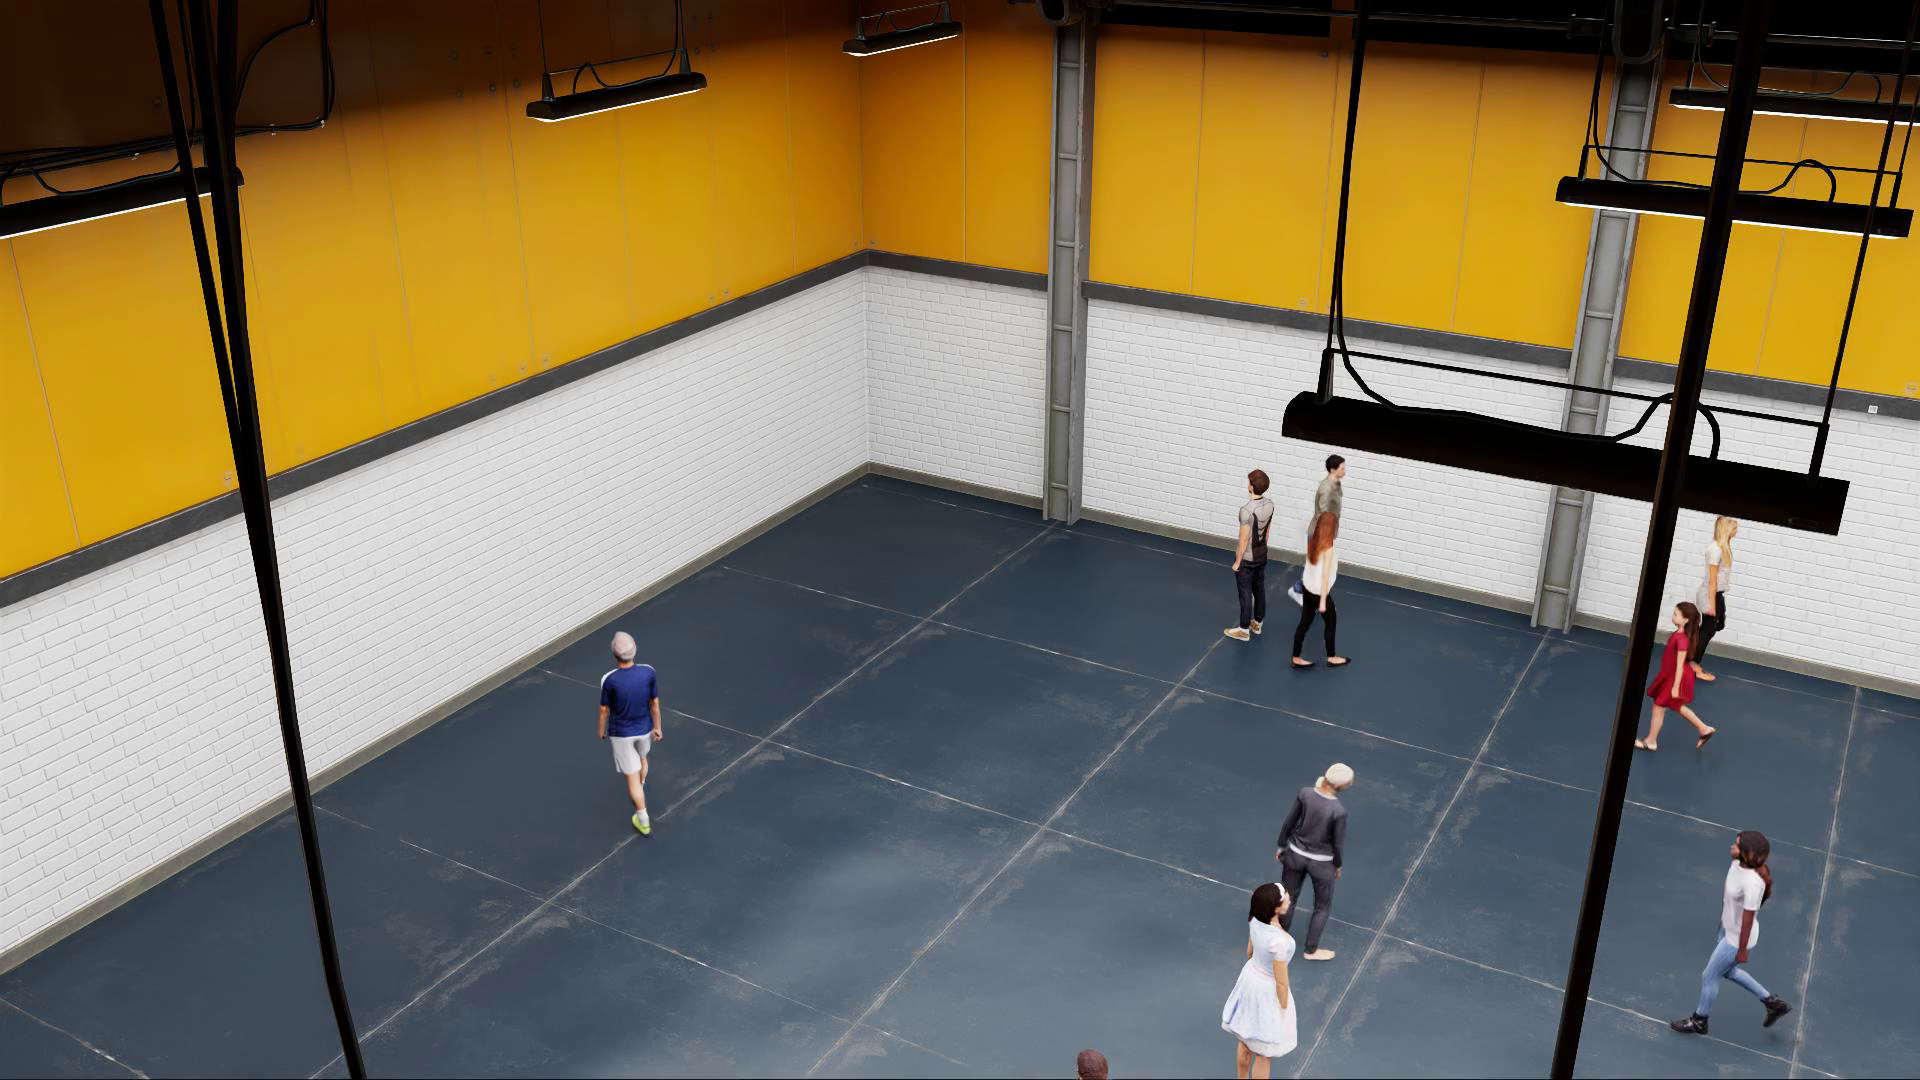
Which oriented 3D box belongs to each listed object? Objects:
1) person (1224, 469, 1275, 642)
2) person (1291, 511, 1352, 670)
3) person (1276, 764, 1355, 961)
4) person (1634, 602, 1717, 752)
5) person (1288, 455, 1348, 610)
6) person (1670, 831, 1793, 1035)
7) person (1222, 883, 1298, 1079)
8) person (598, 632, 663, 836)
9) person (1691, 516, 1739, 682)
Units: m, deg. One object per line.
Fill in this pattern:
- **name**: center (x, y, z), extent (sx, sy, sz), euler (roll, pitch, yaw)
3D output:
- **person**: center (3.094, 0.151, 17.609), extent (0.723, 1.895, 0.677), euler (-19, 30, -37)
- **person**: center (3.558, 0.551, 16.946), extent (0.965, 1.693, 0.911), euler (-5, 24, -11)
- **person**: center (2.616, 2.415, 12.679), extent (0.493, 1.697, 0.837), euler (9, 25, 19)
- **person**: center (6.728, 1.298, 15.438), extent (0.986, 1.532, 0.623), euler (9, 25, 20)
- **person**: center (3.882, -0.080, 18.198), extent (0.802, 1.847, 0.793), euler (8, 25, 18)
- **person**: center (5.569, 2.821, 11.748), extent (1.084, 1.698, 0.781), euler (6, 24, 13)
- **person**: center (2.017, 3.058, 11.055), extent (0.916, 1.818, 0.854), euler (-7, 25, -15)
- **person**: center (-2.786, 1.677, 14.235), extent (0.940, 1.802, 1.151), euler (-15, 28, -31)
- **person**: center (7.469, 0.564, 16.771), extent (0.737, 1.810, 0.644), euler (11, 26, 23)
